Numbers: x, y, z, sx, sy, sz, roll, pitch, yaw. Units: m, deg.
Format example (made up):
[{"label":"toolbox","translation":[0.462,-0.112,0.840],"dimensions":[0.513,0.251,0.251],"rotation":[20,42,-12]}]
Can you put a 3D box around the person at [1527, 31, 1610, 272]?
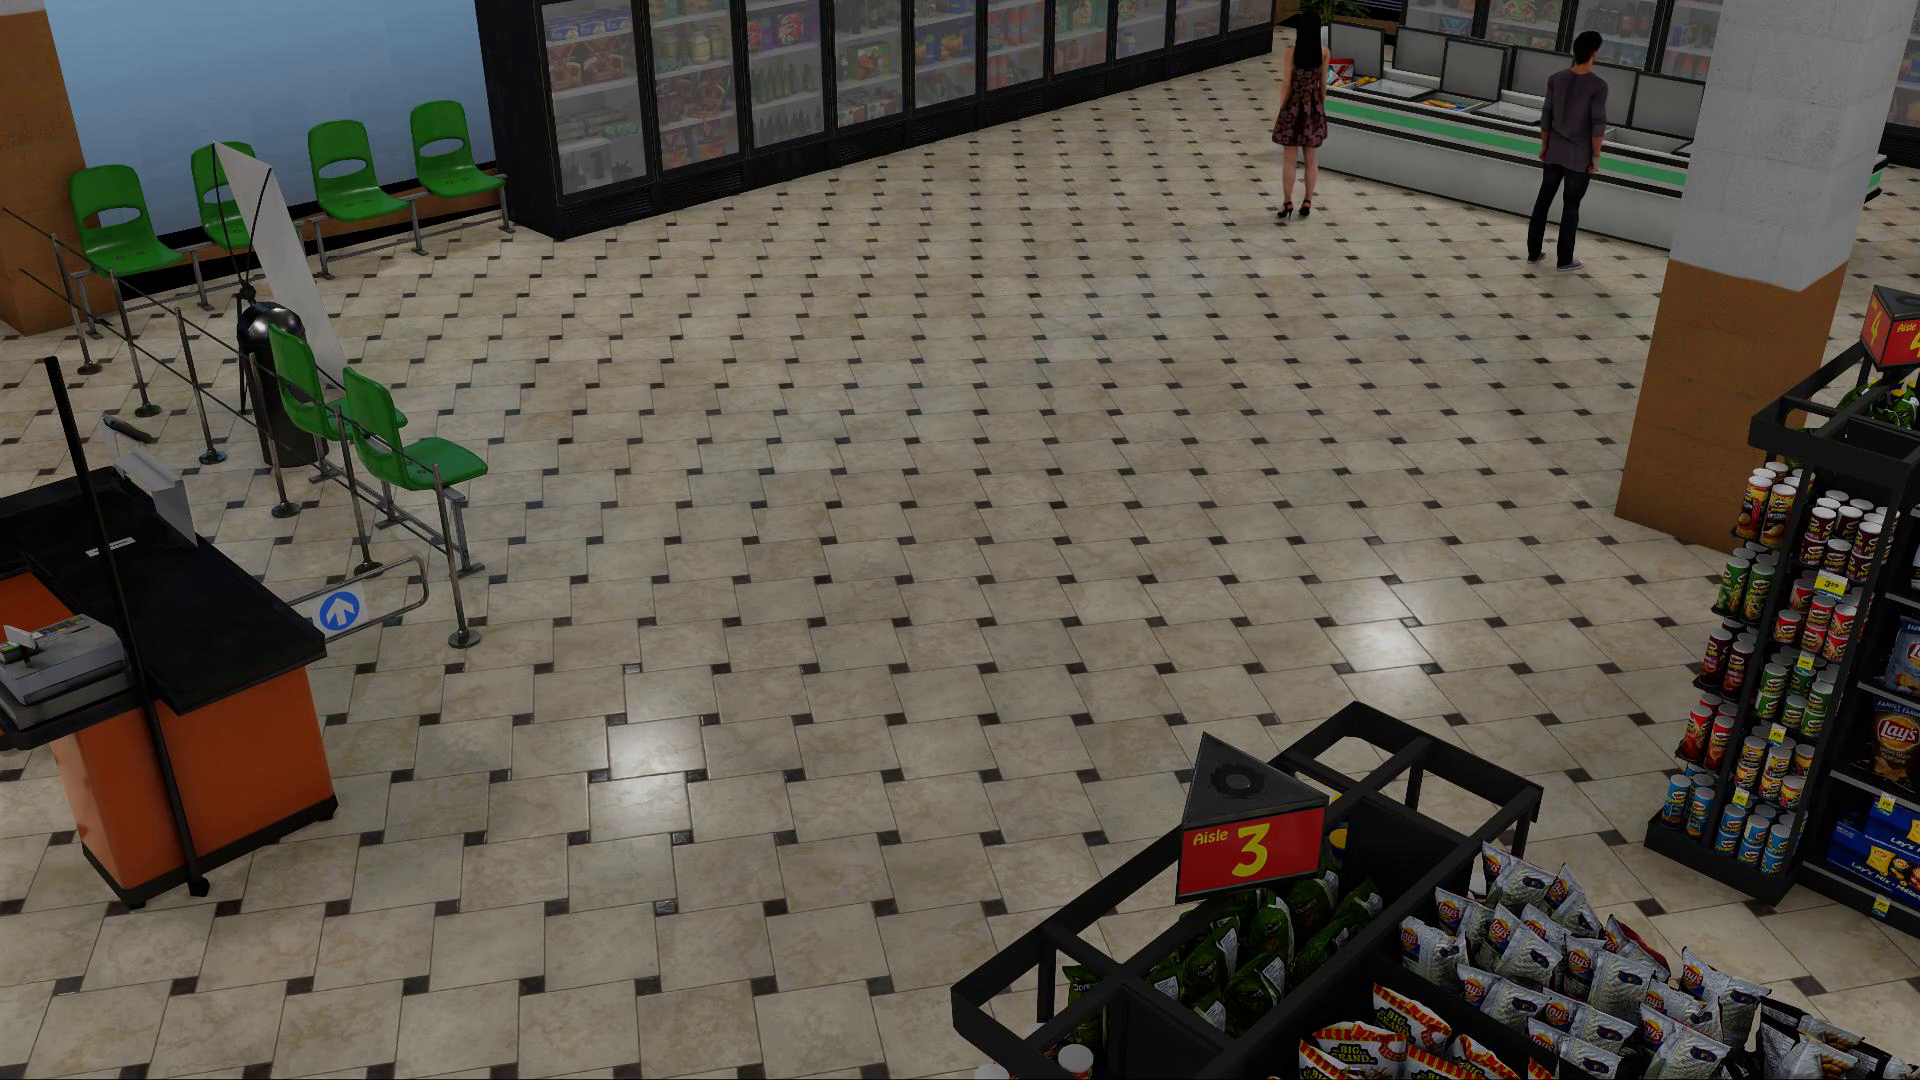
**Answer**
[{"label":"person","translation":[4.803,-3.063,13.118],"dimensions":[0.736,1.853,0.480],"rotation":[-23,36,-36]}]

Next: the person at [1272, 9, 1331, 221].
[{"label":"person","translation":[2.921,-3.627,14.236],"dimensions":[0.803,1.772,0.849],"rotation":[-5,29,-8]}]
